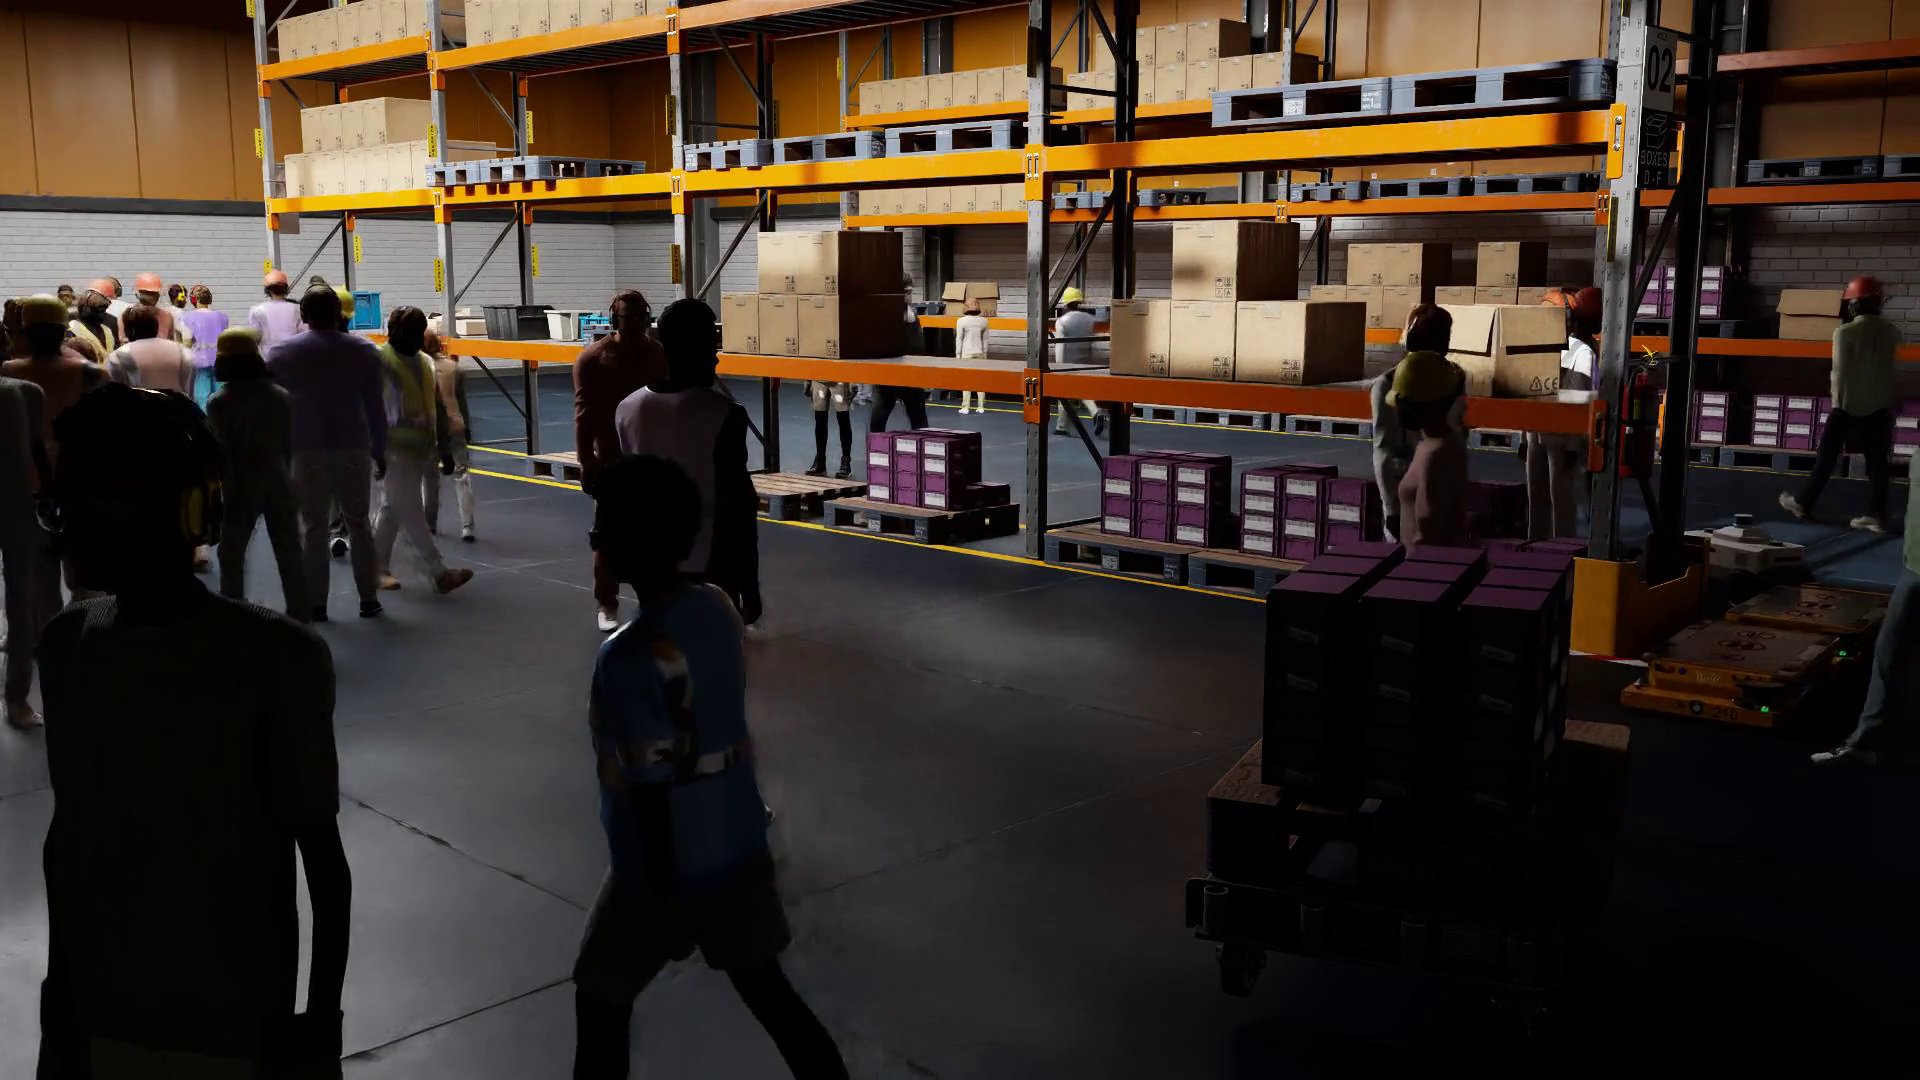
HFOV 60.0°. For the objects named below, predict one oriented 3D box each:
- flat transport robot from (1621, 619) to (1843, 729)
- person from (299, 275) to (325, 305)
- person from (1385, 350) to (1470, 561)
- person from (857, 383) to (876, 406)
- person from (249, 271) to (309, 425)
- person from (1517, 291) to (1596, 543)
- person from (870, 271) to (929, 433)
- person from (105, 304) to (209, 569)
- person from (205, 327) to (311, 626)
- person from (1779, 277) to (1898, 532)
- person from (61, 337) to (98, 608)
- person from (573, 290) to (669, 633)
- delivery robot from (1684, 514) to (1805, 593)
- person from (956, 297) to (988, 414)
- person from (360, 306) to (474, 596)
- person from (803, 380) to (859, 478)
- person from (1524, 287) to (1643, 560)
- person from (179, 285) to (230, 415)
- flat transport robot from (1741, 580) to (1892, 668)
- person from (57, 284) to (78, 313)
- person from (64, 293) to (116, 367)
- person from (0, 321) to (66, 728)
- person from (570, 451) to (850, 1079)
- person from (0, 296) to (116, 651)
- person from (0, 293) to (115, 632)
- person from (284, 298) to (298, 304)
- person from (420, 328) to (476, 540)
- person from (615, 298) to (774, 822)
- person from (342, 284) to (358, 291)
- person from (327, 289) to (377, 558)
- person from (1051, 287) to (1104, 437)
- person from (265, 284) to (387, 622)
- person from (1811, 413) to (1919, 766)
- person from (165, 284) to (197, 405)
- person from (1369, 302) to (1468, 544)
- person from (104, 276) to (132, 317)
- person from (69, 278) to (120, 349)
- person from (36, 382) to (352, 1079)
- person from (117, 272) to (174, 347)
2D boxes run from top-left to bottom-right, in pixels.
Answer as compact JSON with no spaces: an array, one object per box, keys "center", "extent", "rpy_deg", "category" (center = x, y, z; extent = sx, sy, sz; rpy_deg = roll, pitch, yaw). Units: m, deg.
[{"center":[3.694,0.608,7.898],"extent":[0.652,0.197,1.431],"rpy_deg":[7,12,37],"category":"flat transport robot"},{"center":[-9.761,-3.066,25.362],"extent":[0.656,1.921,0.512],"rpy_deg":[1,9,4],"category":"person"},{"center":[1.701,0.171,6.093],"extent":[0.411,1.728,0.561],"rpy_deg":[4,10,21],"category":"person"},{"center":[-1.382,-2.840,24.578],"extent":[0.453,1.735,0.548],"rpy_deg":[9,13,43],"category":"person"},{"center":[-7.483,-1.951,18.317],"extent":[0.637,1.995,0.943],"rpy_deg":[-5,10,-26],"category":"person"},{"center":[3.755,-0.632,10.576],"extent":[0.356,1.882,0.574],"rpy_deg":[-3,10,-18],"category":"person"},{"center":[-0.547,-1.753,16.957],"extent":[0.972,2.000,0.701],"rpy_deg":[6,11,34],"category":"person"},{"center":[-5.413,-0.690,11.219],"extent":[0.972,1.799,0.622],"rpy_deg":[9,13,42],"category":"person"},{"center":[-3.752,-0.259,8.812],"extent":[0.848,1.712,0.487],"rpy_deg":[9,13,43],"category":"person"},{"center":[6.987,-1.076,13.081],"extent":[0.657,1.942,0.994],"rpy_deg":[-2,10,-15],"category":"person"},{"center":[-5.139,-0.375,9.767],"extent":[0.547,1.619,0.463],"rpy_deg":[-8,13,-42],"category":"person"},{"center":[-1.826,-0.442,9.335],"extent":[0.650,1.906,0.401],"rpy_deg":[-6,11,-32],"category":"person"},{"center":[4.664,0.088,9.929],"extent":[0.477,0.478,0.707],"rpy_deg":[-3,10,-18],"category":"delivery robot"},{"center":[0.171,-2.578,23.291],"extent":[0.493,1.625,0.282],"rpy_deg":[-5,10,-27],"category":"person"},{"center":[-3.384,-0.543,10.316],"extent":[0.979,1.784,0.637],"rpy_deg":[4,10,22],"category":"person"},{"center":[-1.254,-1.579,16.122],"extent":[0.610,1.965,0.363],"rpy_deg":[4,10,21],"category":"person"},{"center":[4.282,-0.767,11.360],"extent":[0.578,1.891,0.924],"rpy_deg":[-9,13,-43],"category":"person"},{"center":[-8.363,-1.907,18.500],"extent":[0.374,1.843,0.569],"rpy_deg":[6,11,34],"category":"person"},{"center":[4.631,0.434,8.962],"extent":[0.652,0.197,1.431],"rpy_deg":[8,12,40],"category":"flat transport robot"},{"center":[-12.059,-2.554,22.556],"extent":[0.516,1.825,0.740],"rpy_deg":[-5,10,-28],"category":"person"},{"center":[-7.730,-1.315,15.022],"extent":[0.937,1.794,0.628],"rpy_deg":[1,9,4],"category":"person"},{"center":[-4.225,-0.080,7.306],"extent":[0.424,1.854,0.514],"rpy_deg":[7,12,39],"category":"person"},{"center":[-0.538,0.641,3.457],"extent":[0.868,1.655,0.527],"rpy_deg":[3,10,20],"category":"person"},{"center":[-4.777,-0.336,8.755],"extent":[0.706,1.883,0.667],"rpy_deg":[3,10,16],"category":"person"},{"center":[-4.480,-0.266,8.259],"extent":[0.618,1.905,0.509],"rpy_deg":[-5,11,-28],"category":"person"},{"center":[-8.221,-2.181,20.703],"extent":[0.799,1.668,0.531],"rpy_deg":[-4,10,-24],"category":"person"},{"center":[-3.896,-0.793,12.442],"extent":[0.824,1.582,0.586],"rpy_deg":[9,13,44],"category":"person"},{"center":[-0.967,0.104,5.948],"extent":[0.593,1.920,0.391],"rpy_deg":[6,11,32],"category":"person"},{"center":[-9.052,-2.923,24.768],"extent":[0.601,1.830,0.404],"rpy_deg":[2,9,12],"category":"person"},{"center":[-4.331,-0.808,11.668],"extent":[0.600,1.870,0.981],"rpy_deg":[-5,11,-28],"category":"person"},{"center":[1.385,-2.104,19.811],"extent":[0.598,1.812,0.715],"rpy_deg":[-6,11,-34],"category":"person"},{"center":[-3.626,-0.498,9.582],"extent":[0.635,1.936,0.353],"rpy_deg":[-4,10,-23],"category":"person"},{"center":[3.916,0.154,6.626],"extent":[0.775,1.596,0.511],"rpy_deg":[-1,9,-6],"category":"person"},{"center":[-9.575,-2.229,20.528],"extent":[0.583,1.825,0.818],"rpy_deg":[7,12,38],"category":"person"},{"center":[2.259,-0.202,7.999],"extent":[0.603,1.859,0.703],"rpy_deg":[-4,10,-22],"category":"person"},{"center":[-9.491,-1.985,18.696],"extent":[0.630,1.940,0.371],"rpy_deg":[-4,10,-21],"category":"person"},{"center":[-8.694,-1.653,16.687],"extent":[0.625,1.944,1.036],"rpy_deg":[-2,9,-12],"category":"person"},{"center":[-1.108,0.710,2.380],"extent":[0.519,1.873,0.328],"rpy_deg":[2,10,15],"category":"person"},{"center":[-7.946,-1.631,16.358],"extent":[0.402,1.990,0.622],"rpy_deg":[5,10,26],"category":"person"}]
